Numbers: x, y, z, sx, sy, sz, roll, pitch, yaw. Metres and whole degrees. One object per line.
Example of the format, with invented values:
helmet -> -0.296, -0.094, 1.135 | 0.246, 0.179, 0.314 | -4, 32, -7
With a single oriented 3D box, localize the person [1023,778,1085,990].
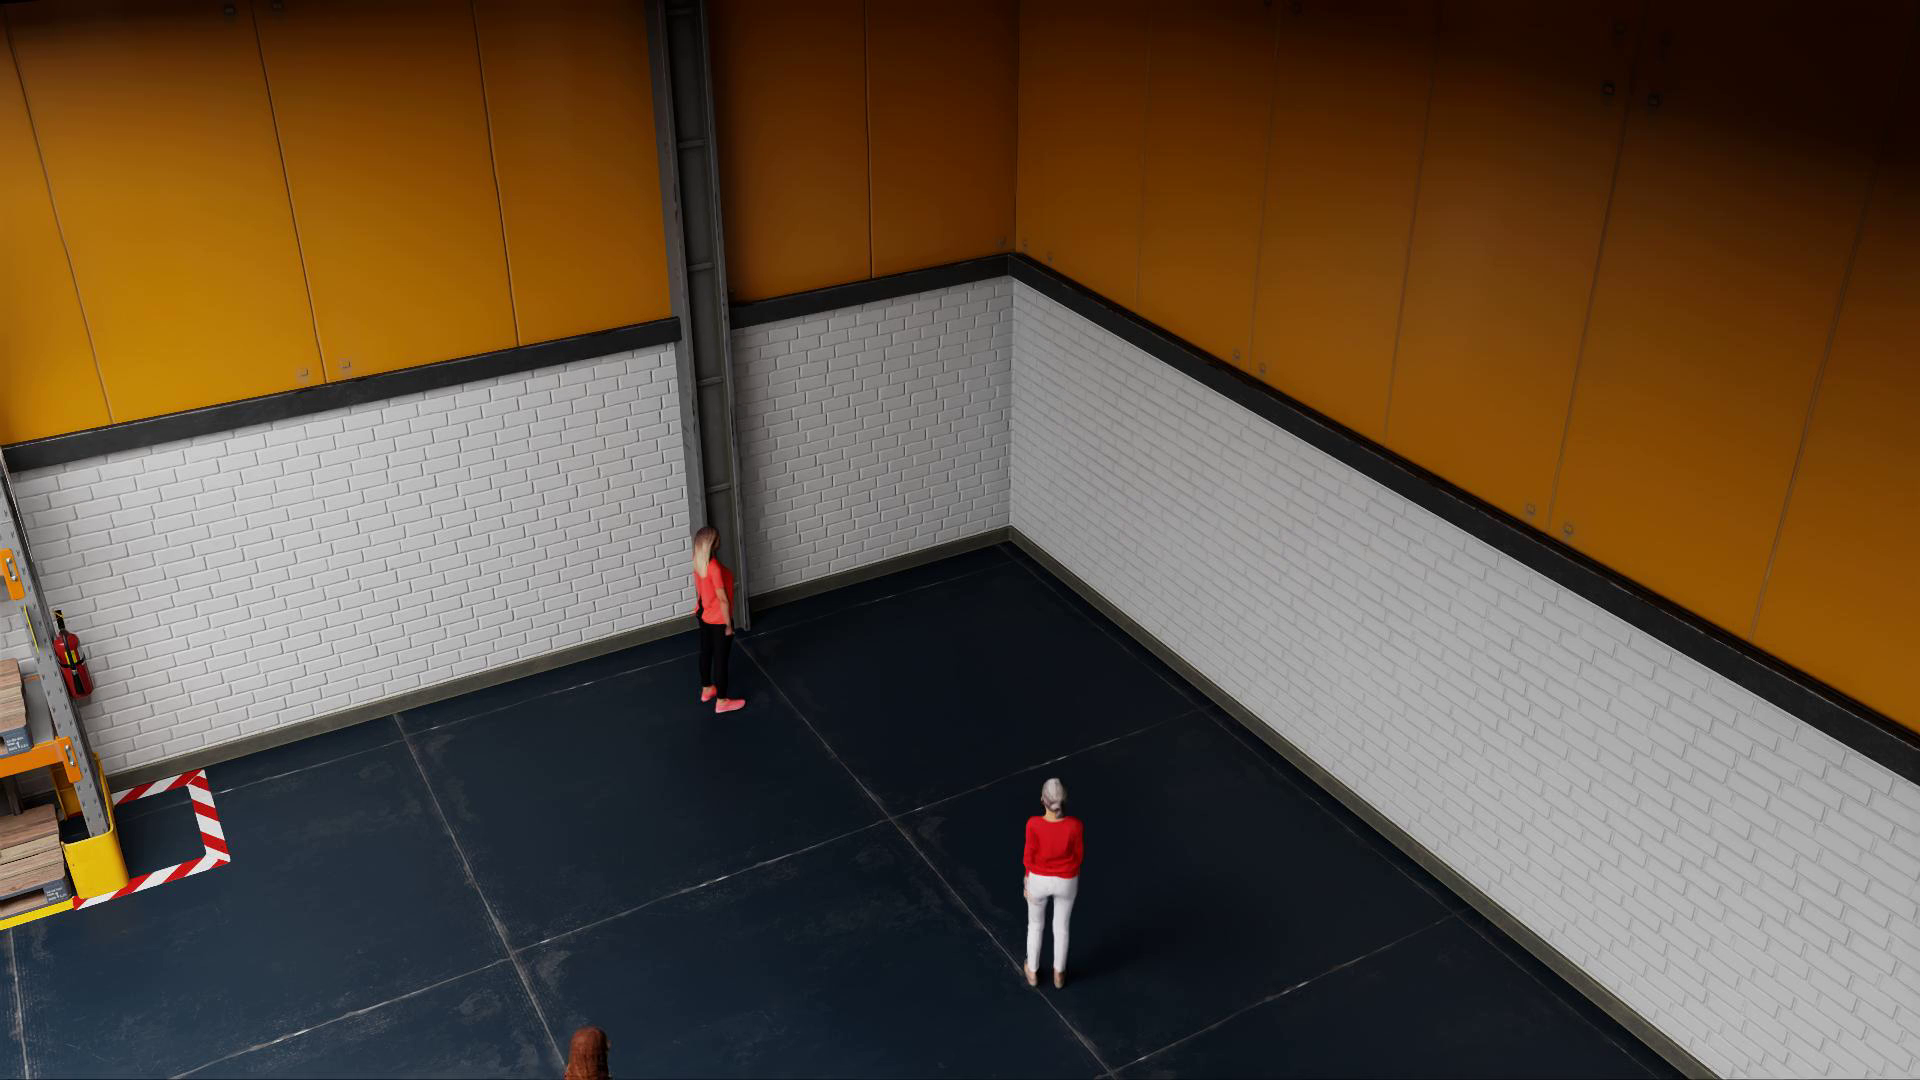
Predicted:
person -> 0.622, 2.274, 10.935 | 0.638, 1.696, 0.722 | 0, 29, 0

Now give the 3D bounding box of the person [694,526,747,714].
person -> -2.067, 0.644, 13.923 | 0.551, 1.694, 0.611 | -19, 34, -31
